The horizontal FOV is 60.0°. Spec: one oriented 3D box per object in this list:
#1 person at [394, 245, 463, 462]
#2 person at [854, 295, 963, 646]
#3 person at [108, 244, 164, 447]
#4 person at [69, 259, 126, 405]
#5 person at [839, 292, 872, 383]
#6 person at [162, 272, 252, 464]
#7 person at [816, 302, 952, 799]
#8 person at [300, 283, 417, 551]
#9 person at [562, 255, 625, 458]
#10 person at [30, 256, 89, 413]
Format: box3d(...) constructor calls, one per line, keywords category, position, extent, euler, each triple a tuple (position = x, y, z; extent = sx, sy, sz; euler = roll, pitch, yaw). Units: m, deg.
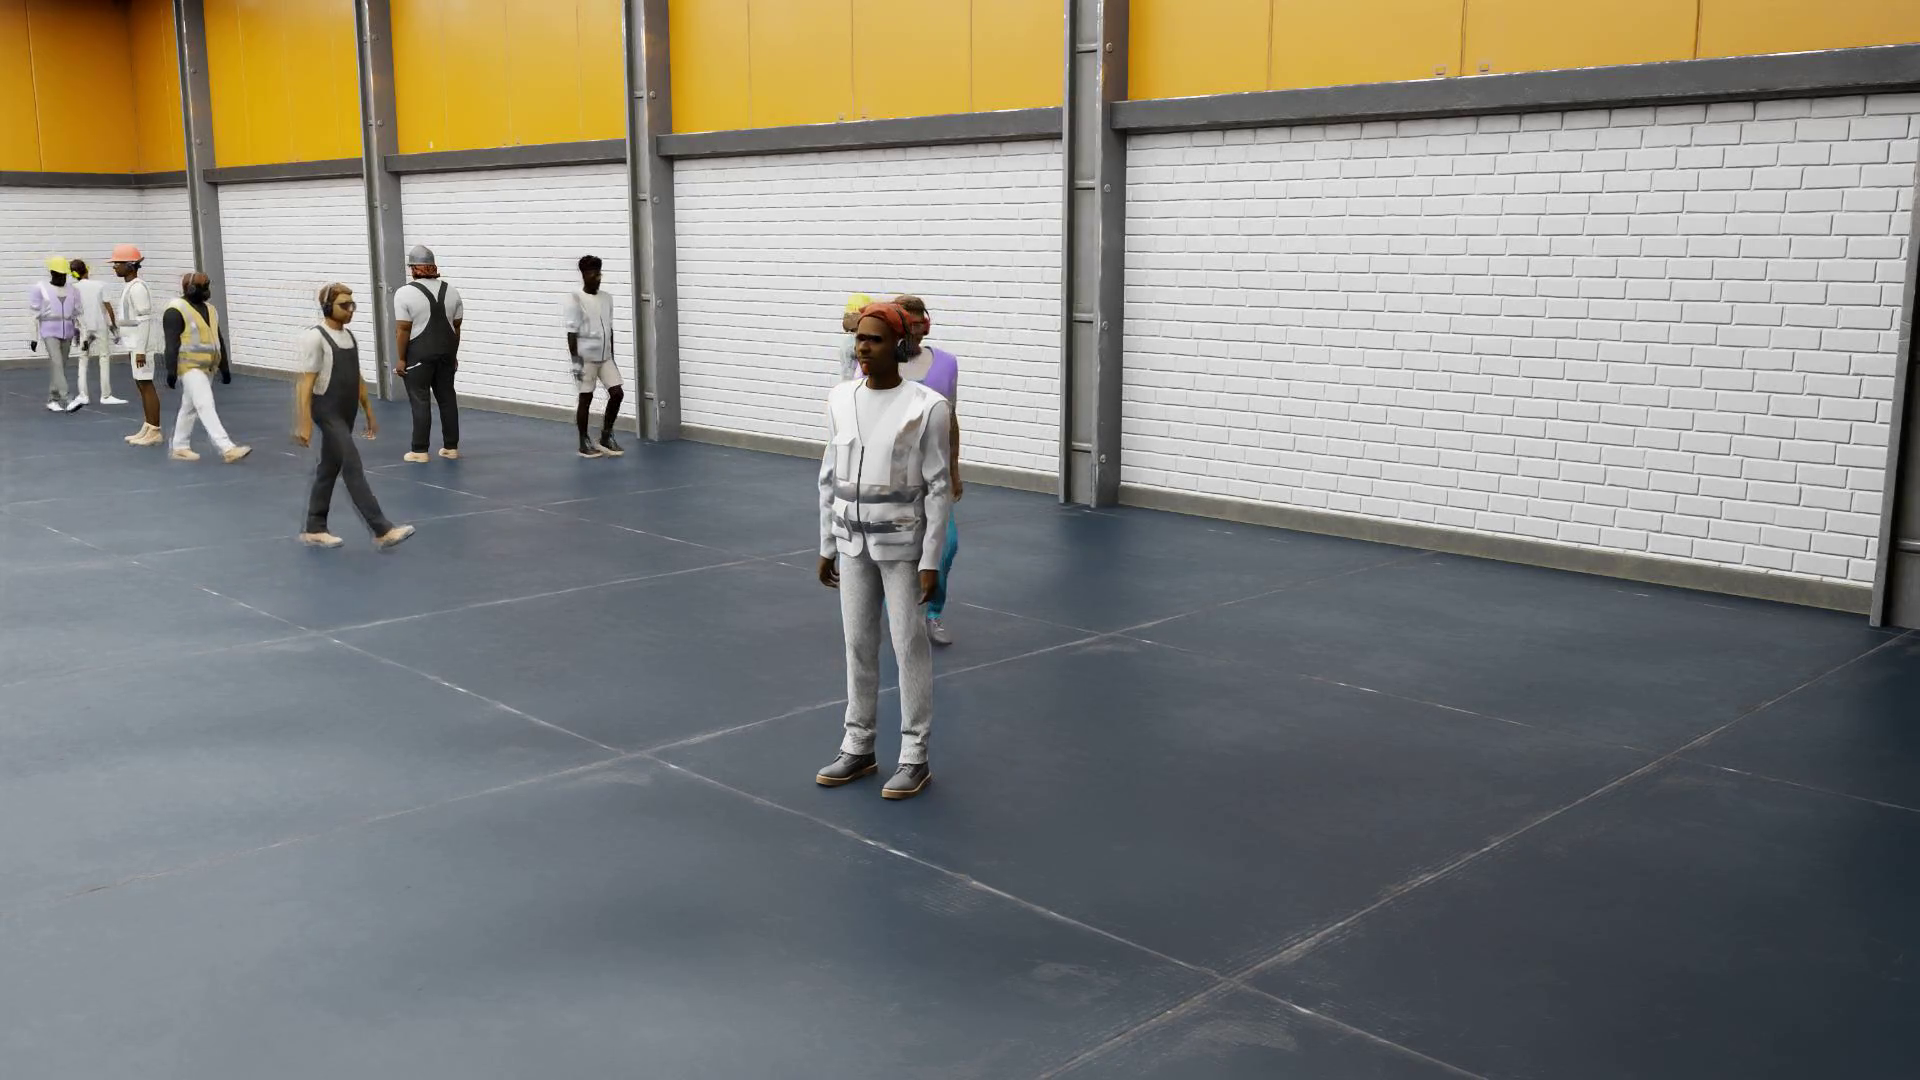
box3d(category="person", position=(-5.077, -1.765, 15.771), extent=(0.538, 2.000, 0.684), euler=(8, 13, 38))
box3d(category="person", position=(-0.250, -0.331, 8.519), extent=(0.612, 1.827, 0.509), euler=(-4, 11, -21))
box3d(category="person", position=(-8.354, -1.967, 16.863), extent=(0.388, 2.045, 0.605), euler=(-6, 12, -30))
box3d(category="person", position=(-10.946, -2.612, 20.980), extent=(0.654, 1.833, 0.343), euler=(-1, 10, -7))
box3d(category="person", position=(-0.652, -0.956, 12.229), extent=(0.485, 1.718, 0.753), euler=(-8, 13, -38))
box3d(category="person", position=(-7.108, -1.611, 15.624), extent=(0.983, 1.785, 0.641), euler=(2, 11, 11))
box3d(category="person", position=(-0.303, 0.041, 6.349), extent=(0.576, 1.885, 0.355), euler=(6, 12, 31))
box3d(category="person", position=(-4.095, -0.817, 11.230), extent=(0.939, 1.803, 0.544), euler=(2, 11, 10))
box3d(category="person", position=(-3.466, -1.747, 15.921), extent=(0.591, 1.942, 0.627), euler=(8, 13, 36))
box3d(category="person", position=(-10.781, -2.459, 19.998), extent=(0.949, 1.874, 0.595), euler=(6, 12, 30))
